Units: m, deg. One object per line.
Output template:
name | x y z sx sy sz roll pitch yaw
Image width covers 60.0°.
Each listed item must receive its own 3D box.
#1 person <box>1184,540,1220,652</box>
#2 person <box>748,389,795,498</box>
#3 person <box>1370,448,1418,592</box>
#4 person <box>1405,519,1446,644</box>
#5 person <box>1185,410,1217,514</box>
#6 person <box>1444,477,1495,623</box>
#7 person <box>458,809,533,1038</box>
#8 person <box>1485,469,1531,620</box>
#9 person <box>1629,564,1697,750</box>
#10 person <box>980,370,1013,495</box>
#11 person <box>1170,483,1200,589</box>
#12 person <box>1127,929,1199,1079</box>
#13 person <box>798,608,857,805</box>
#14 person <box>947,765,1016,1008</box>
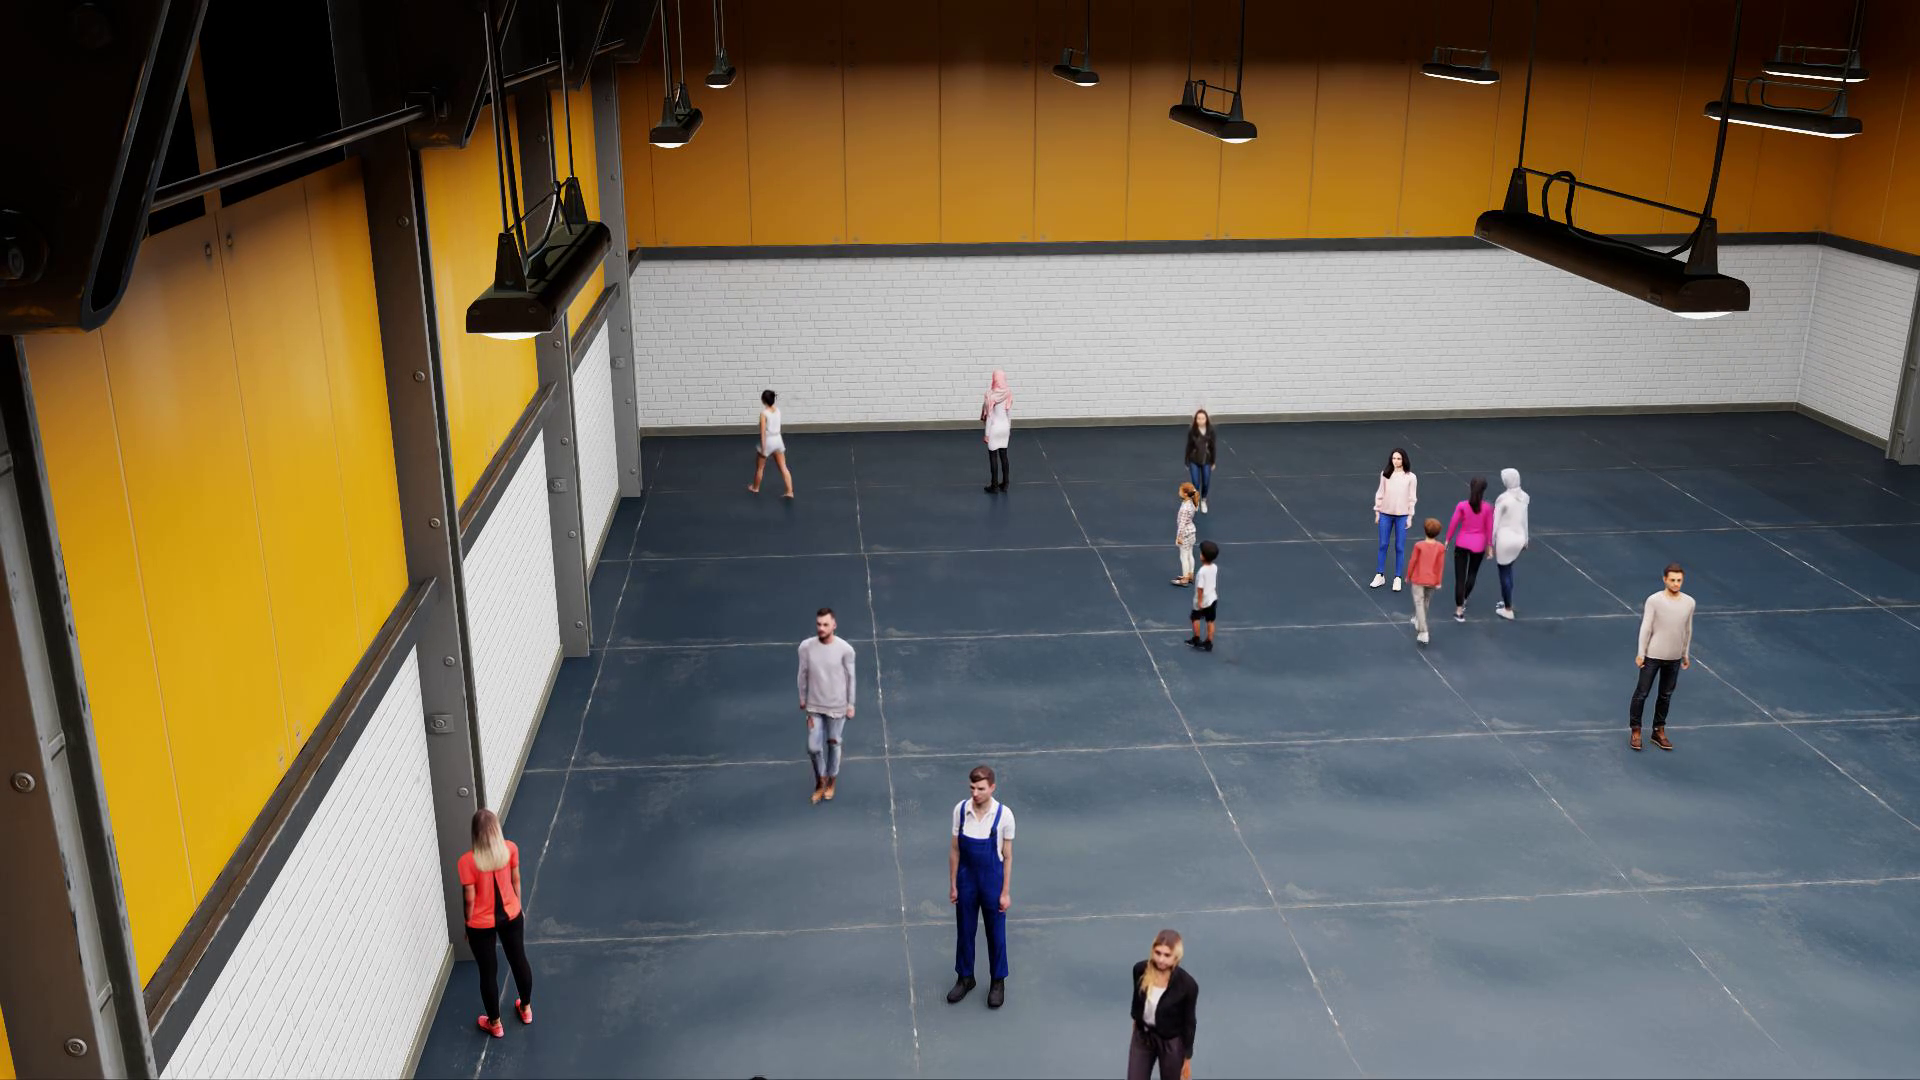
person | 2.748 0.635 18.269 0.616 1.248 0.676 -15 24 -38
person | -2.616 -1.319 23.580 1.113 1.560 1.037 16 24 39
person | 5.261 -0.269 20.138 0.731 1.769 0.744 10 21 28
person | 5.192 0.474 18.529 0.531 1.386 0.926 -1 19 -3
person | 3.343 -1.113 23.110 0.624 1.470 0.610 2 19 7
person | 5.881 0.130 19.102 0.844 1.674 0.931 3 19 8
person | -3.242 2.648 11.593 0.675 1.693 0.702 -15 23 -37
person | 6.380 0.069 19.154 0.758 1.755 0.733 -7 20 -20
person | 6.725 1.102 15.916 0.673 1.866 0.564 0 19 0
person | 0.542 -1.560 23.937 0.740 1.790 0.762 -13 23 -34
person | 2.766 -0.076 20.284 0.662 1.310 0.572 8 20 22
person | 1.279 3.115 10.281 0.897 1.645 1.003 11 22 30
person | -1.180 1.438 14.975 0.766 1.829 0.727 3 19 7
person | 0.160 2.449 11.938 0.699 1.851 0.685 5 19 15
